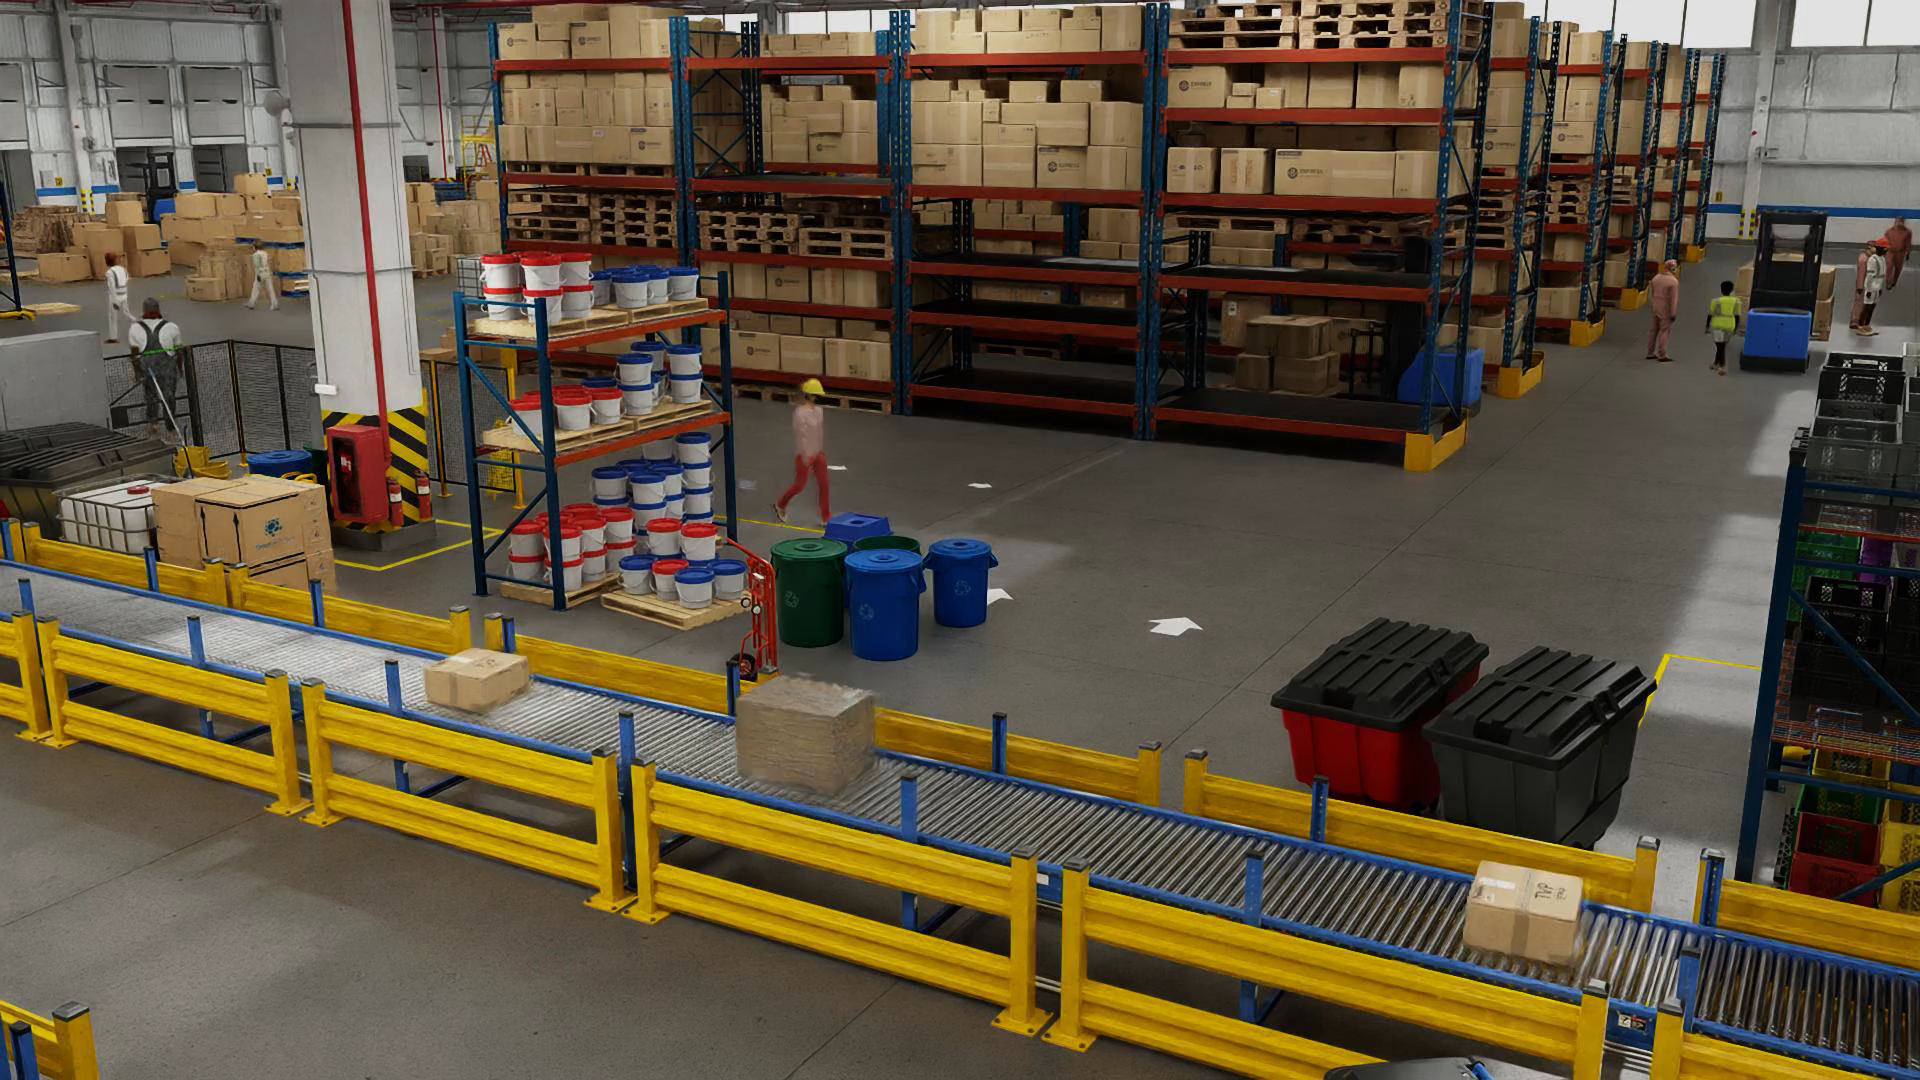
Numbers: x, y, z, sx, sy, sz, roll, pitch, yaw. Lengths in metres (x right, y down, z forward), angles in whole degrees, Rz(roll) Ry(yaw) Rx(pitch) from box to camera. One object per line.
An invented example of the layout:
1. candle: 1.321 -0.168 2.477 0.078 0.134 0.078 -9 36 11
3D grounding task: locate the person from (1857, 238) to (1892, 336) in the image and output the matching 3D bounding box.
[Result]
1. person: 18.922 -5.226 34.381 0.601 2.036 0.409 -14 20 -41

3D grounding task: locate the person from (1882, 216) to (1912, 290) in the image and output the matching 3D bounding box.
1. person: 24.093 -7.402 42.829 0.652 1.887 0.735 7 17 25

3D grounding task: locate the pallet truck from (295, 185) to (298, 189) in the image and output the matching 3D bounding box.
1. pallet truck: -26.804 -14.617 69.738 1.885 1.965 0.823 -14 20 -42

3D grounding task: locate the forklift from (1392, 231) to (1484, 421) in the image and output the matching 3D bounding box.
1. forklift: 7.029 -3.292 25.477 1.873 2.768 1.129 8 17 28

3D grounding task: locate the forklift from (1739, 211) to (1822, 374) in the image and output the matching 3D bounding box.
1. forklift: 14.927 -4.531 30.132 1.129 2.768 1.873 8 17 27

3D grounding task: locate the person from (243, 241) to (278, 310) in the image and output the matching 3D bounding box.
1. person: -16.278 -6.141 38.633 0.849 1.590 0.547 4 15 13

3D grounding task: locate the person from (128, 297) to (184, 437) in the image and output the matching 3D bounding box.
1. person: -11.713 -2.562 24.341 0.691 2.000 0.952 -5 16 -18

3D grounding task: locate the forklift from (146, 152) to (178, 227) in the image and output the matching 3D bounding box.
1. forklift: -30.070 -13.240 62.873 1.873 2.768 1.129 8 17 28

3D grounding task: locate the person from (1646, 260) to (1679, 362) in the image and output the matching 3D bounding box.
1. person: 13.185 -4.289 31.110 0.400 1.901 0.645 -5 16 -19

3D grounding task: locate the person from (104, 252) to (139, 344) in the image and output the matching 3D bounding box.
1. person: -16.775 -4.837 33.265 0.874 1.858 0.573 2 15 9

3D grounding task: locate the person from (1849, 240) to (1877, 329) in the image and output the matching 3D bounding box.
1. person: 19.312 -5.436 35.428 0.636 1.900 0.399 -13 20 -40

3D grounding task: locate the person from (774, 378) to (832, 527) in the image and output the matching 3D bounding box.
1. person: -1.760 -1.002 19.054 0.795 1.739 0.521 10 18 33

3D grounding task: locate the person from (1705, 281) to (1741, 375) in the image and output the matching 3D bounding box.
1. person: 13.637 -3.795 29.725 0.536 1.650 0.918 1 15 4
